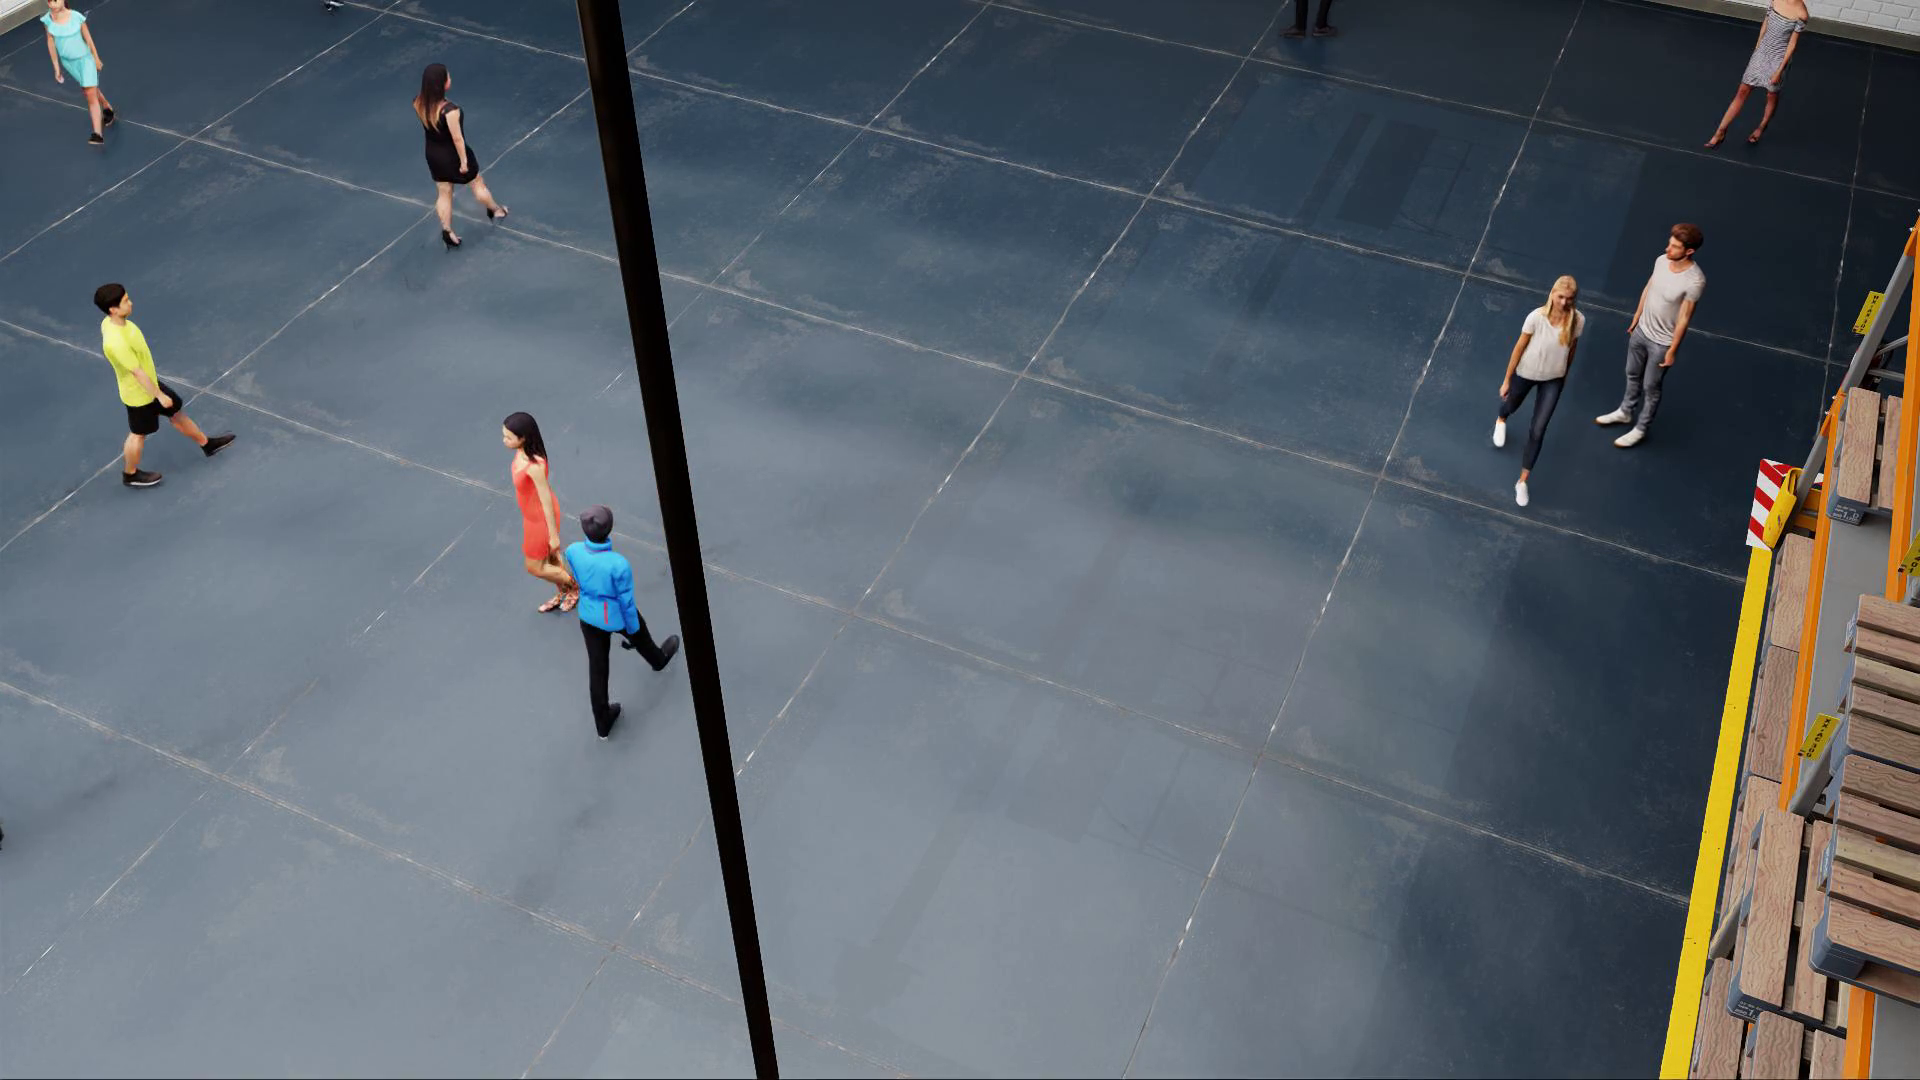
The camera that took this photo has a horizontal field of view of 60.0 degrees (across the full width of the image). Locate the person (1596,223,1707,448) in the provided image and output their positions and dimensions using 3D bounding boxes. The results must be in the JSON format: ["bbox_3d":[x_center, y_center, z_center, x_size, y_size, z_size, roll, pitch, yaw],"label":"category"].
[{"bbox_3d":[5.265,-1.553,12.514,0.803,1.889,0.742,-14,45,-14],"label":"person"}]

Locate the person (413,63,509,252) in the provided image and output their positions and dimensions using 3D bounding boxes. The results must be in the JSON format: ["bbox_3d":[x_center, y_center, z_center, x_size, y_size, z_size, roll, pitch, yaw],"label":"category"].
[{"bbox_3d":[-4.505,-3.286,14.483,0.675,1.682,0.942,19,47,19],"label":"person"}]

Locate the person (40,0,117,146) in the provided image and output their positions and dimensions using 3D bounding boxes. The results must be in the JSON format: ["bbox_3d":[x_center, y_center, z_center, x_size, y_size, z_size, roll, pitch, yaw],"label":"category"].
[{"bbox_3d":[-8.470,-4.626,16.015,0.890,1.509,1.111,-4,44,-4],"label":"person"}]

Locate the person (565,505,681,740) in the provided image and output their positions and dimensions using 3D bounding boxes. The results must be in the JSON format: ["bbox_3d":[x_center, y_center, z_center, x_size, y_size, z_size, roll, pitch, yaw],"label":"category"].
[{"bbox_3d":[-2.244,0.560,10.401,0.731,1.745,1.140,12,45,12],"label":"person"}]

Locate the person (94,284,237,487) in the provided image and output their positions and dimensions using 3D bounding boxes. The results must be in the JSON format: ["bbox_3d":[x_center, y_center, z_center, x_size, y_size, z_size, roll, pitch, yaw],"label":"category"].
[{"bbox_3d":[-6.093,-1.087,12.185,1.147,1.669,1.070,-16,46,-16],"label":"person"}]

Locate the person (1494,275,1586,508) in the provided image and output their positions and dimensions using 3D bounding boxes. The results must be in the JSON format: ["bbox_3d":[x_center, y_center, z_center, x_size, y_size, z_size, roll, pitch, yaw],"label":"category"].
[{"bbox_3d":[4.230,-1.231,12.264,0.870,1.768,1.254,6,44,6],"label":"person"}]

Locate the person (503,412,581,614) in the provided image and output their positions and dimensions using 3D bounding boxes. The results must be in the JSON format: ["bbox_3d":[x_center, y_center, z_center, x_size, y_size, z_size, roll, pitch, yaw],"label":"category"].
[{"bbox_3d":[-2.742,-0.176,11.199,0.797,1.709,0.750,-19,47,-19],"label":"person"}]

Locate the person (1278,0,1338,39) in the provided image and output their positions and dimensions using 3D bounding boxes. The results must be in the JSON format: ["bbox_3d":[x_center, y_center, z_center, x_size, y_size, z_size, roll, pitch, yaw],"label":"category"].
[{"bbox_3d":[3.836,-6.131,17.381,0.867,1.805,0.765,10,45,10],"label":"person"}]

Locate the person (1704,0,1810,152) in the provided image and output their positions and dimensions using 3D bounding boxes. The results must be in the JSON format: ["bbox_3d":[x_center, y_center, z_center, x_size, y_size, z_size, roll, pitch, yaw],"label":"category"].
[{"bbox_3d":[7.728,-4.510,15.692,1.142,1.787,0.992,-22,48,-21],"label":"person"}]
